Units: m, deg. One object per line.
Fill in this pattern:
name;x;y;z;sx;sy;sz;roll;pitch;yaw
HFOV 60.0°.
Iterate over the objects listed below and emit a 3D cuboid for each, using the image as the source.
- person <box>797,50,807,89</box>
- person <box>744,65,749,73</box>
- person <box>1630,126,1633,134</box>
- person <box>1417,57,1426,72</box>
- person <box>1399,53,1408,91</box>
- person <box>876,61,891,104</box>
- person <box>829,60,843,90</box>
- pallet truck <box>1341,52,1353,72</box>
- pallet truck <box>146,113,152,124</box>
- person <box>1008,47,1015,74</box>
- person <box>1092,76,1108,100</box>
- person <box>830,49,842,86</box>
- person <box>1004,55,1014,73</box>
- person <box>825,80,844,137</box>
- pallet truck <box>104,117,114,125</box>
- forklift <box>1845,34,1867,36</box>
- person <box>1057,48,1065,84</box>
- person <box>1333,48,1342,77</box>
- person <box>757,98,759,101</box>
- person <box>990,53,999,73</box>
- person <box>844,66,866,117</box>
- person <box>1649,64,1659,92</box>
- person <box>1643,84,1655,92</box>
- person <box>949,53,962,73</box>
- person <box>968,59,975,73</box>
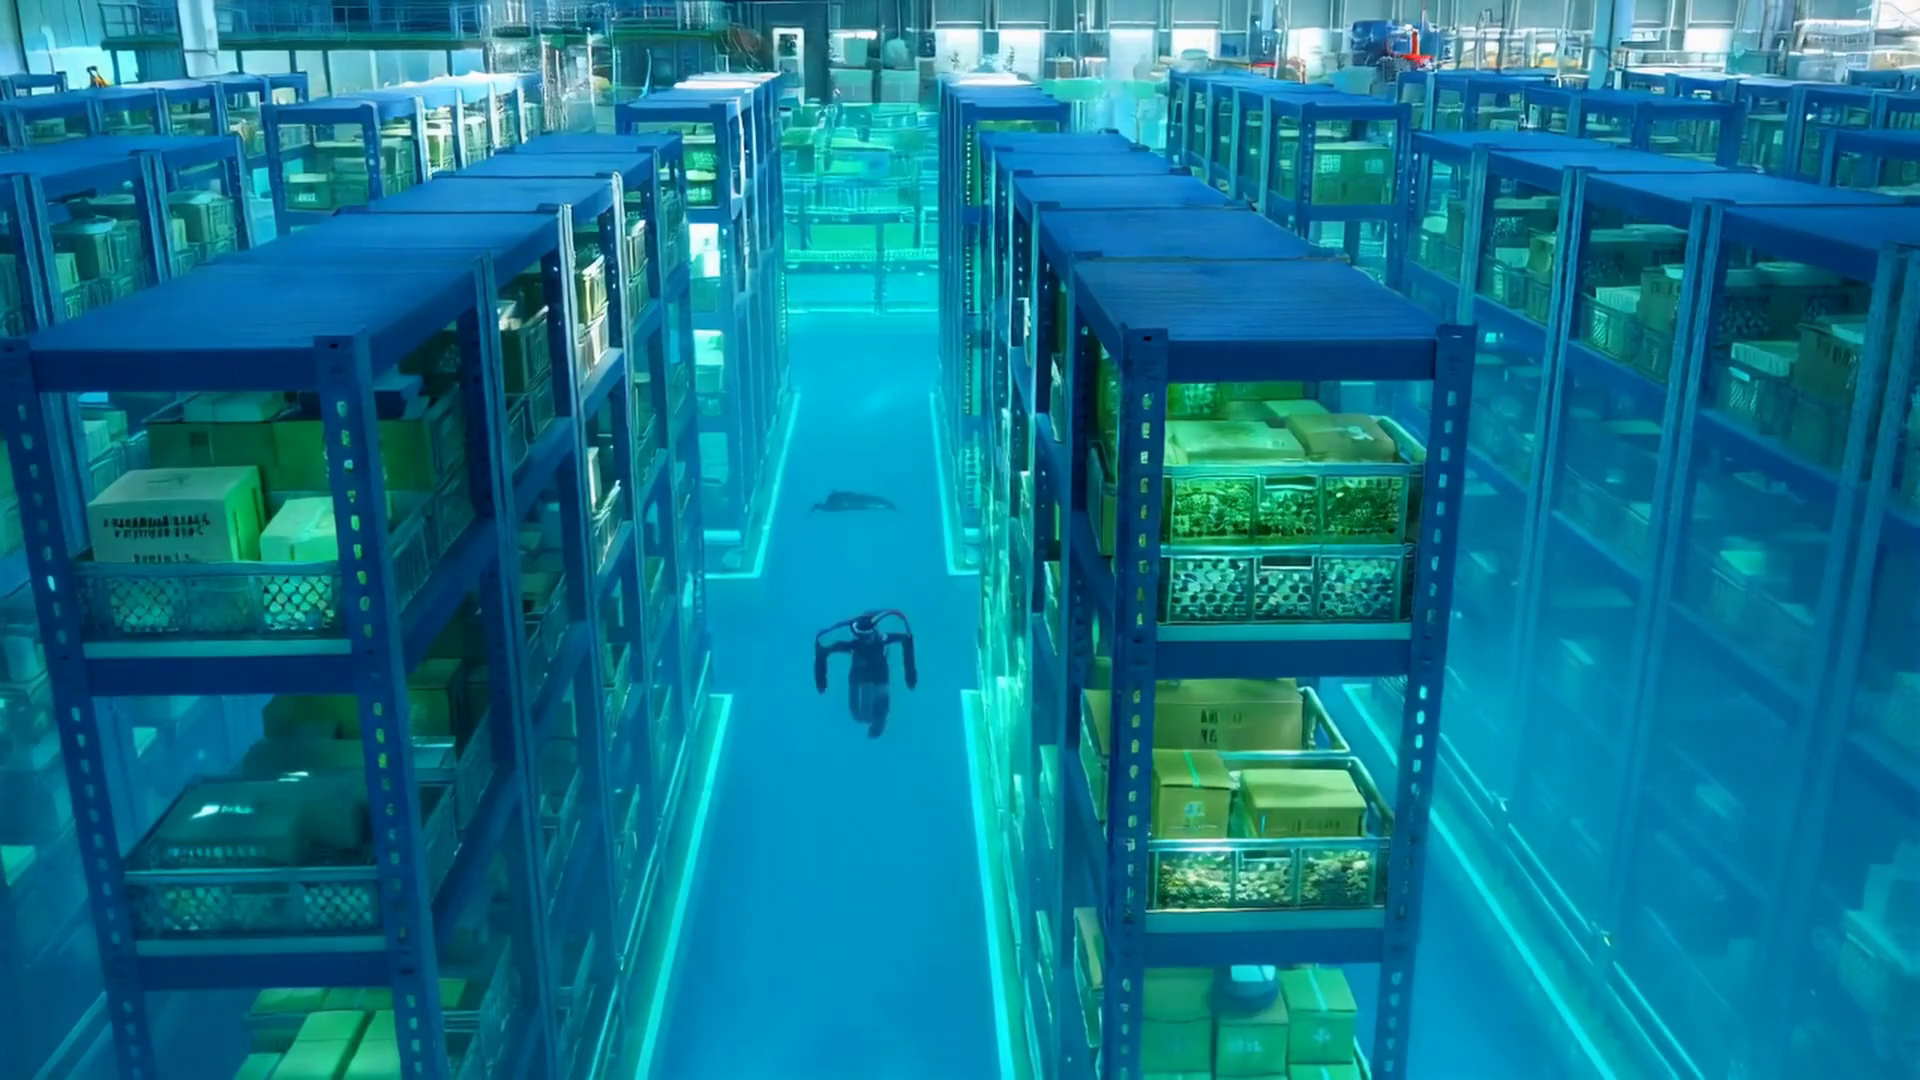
person;-8.172;-24.366;86.150;0.375;1.950;0.614;9;20;27
person;-8.455;-17.811;65.909;0.375;1.922;0.594;11;21;31
person;19.786;-12.200;48.908;0.535;1.699;0.318;15;23;38
person;21.793;-21.862;78.578;0.429;1.842;0.635;1;18;4
person;22.432;-23.695;84.205;0.355;1.877;0.578;-6;19;-18
person;-3.214;-18.978;69.419;1.028;2.003;0.628;-13;22;-35
person;-5.508;-20.353;73.823;0.639;1.903;0.968;-8;20;-23
pallet truck;18.794;-23.123;82.231;0.823;1.965;1.885;-13;22;-35
pallet truck;-18.087;-8.309;36.390;1.885;1.965;0.823;-1;18;-4
person;2.823;-26.991;94.374;0.886;1.900;0.595;6;19;19
person;4.849;-15.114;57.638;0.546;1.893;0.990;-2;18;-6
person;-6.690;-25.312;89.095;0.644;1.937;1.012;9;20;27
person;2.565;-24.989;88.549;0.520;1.653;0.867;-6;19;-19
person;-4.137;-14.261;55.049;0.854;1.855;0.576;1;18;2
pallet truck;-18.367;-7.885;35.078;1.885;1.965;0.823;1;18;2
forklift;44.081;-23.568;82.196;1.129;2.768;1.873;-1;18;-2
person;5.564;-26.094;91.534;0.542;1.931;0.375;-14;23;-37
person;20.306;-25.386;89.266;0.639;1.974;0.480;-15;23;-39
person;-5.594;-11.570;46.685;0.508;1.872;0.329;6;19;17
person;1.816;-24.829;87.875;0.533;1.772;0.296;-9;20;-27
person;-3.979;-17.191;63.806;0.982;2.000;0.683;3;18;9
person;33.275;-22.307;79.978;0.404;1.826;0.571;-8;20;-24
person;34.284;-23.183;82.555;0.703;1.916;0.644;8;19;22
person;-0.192;-24.549;86.945;0.620;1.814;0.714;-11;21;-30
person;0.496;-20.825;75.342;0.563;1.859;0.532;2;18;5
